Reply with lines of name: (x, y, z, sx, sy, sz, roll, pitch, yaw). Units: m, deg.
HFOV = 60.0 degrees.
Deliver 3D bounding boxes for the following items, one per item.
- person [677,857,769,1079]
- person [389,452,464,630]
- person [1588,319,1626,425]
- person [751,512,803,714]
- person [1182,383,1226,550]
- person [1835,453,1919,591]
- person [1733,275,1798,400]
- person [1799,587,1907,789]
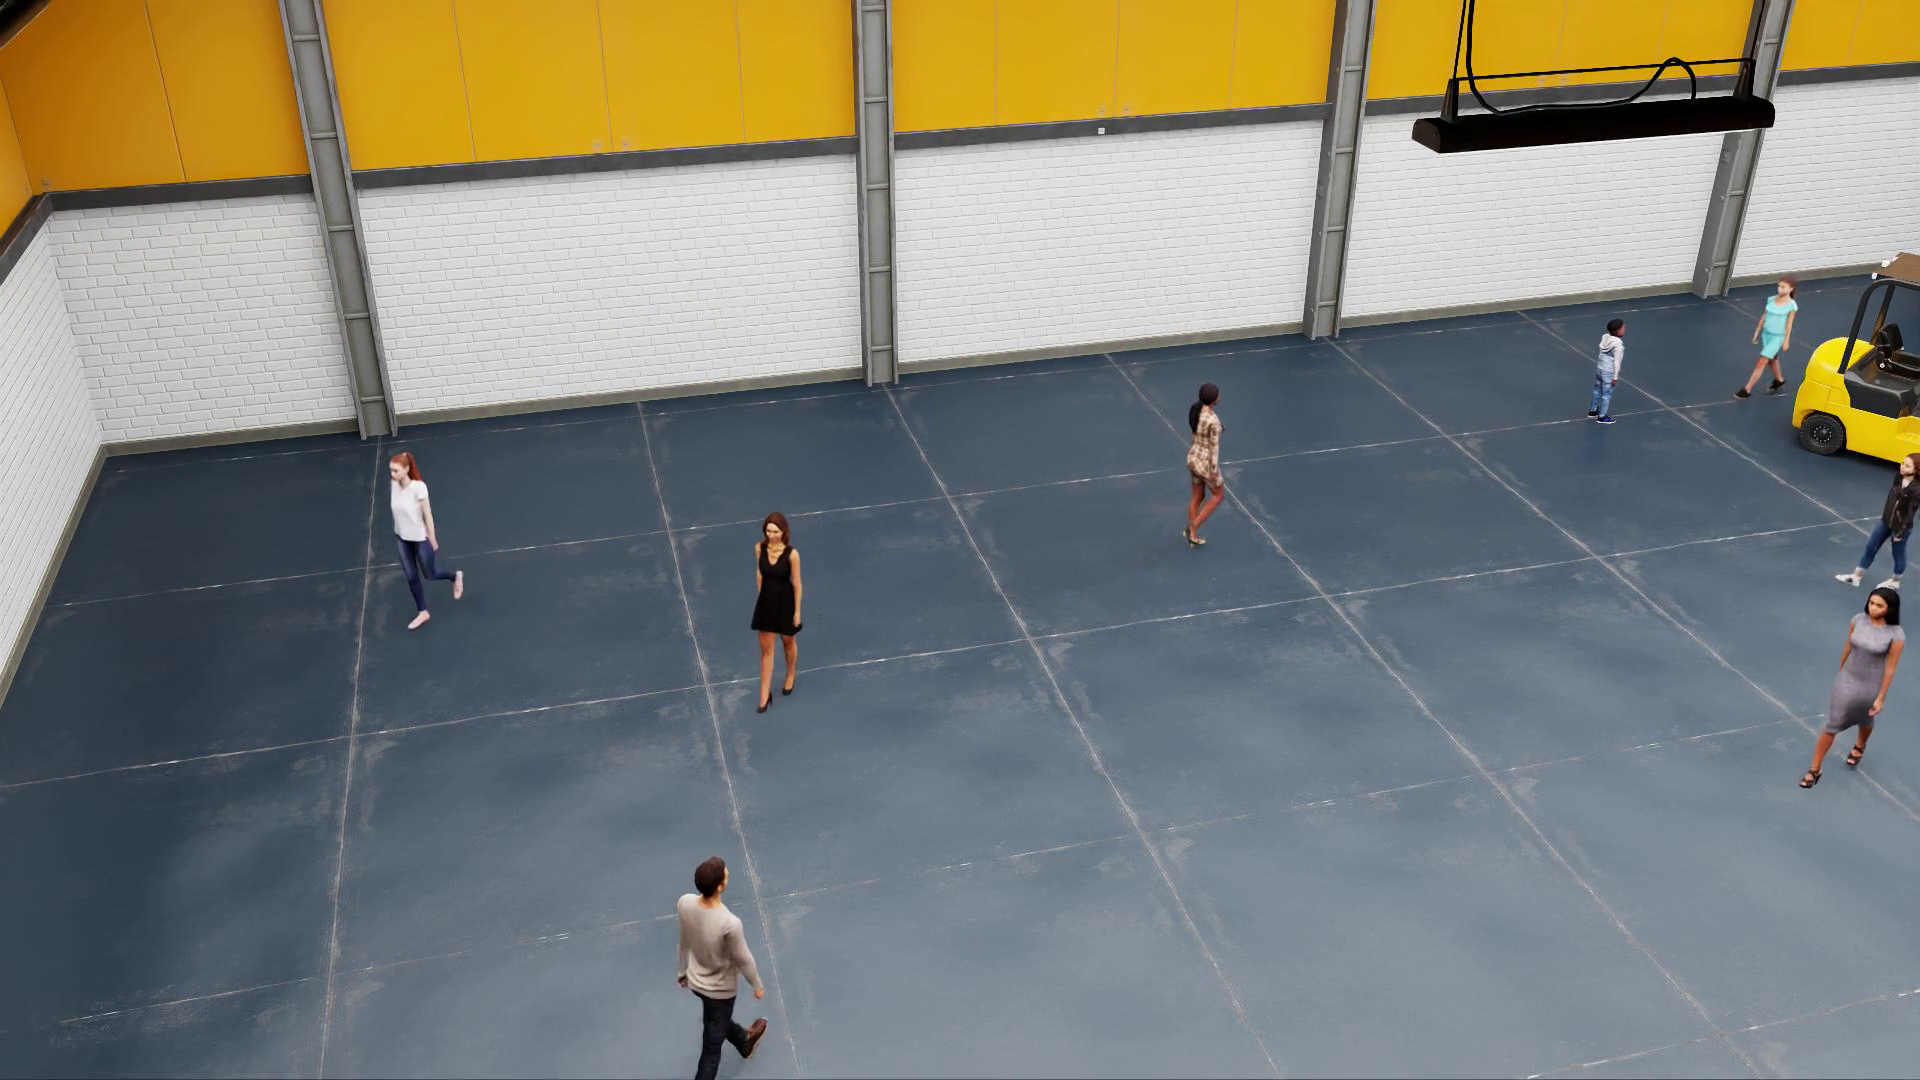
person: (-1.565, 2.772, 10.145, 1.059, 1.831, 1.161, 19, 34, 31)
person: (-4.985, -0.041, 15.418, 0.942, 1.720, 0.961, 13, 31, 22)
person: (7.587, -1.998, 19.485, 0.481, 1.260, 0.470, -6, 29, -11)
person: (-1.508, 0.555, 14.219, 0.890, 1.822, 0.902, 9, 30, 16)
person: (2.357, -0.699, 16.562, 0.709, 1.779, 0.661, -14, 32, -24)
person: (9.033, -0.161, 15.909, 0.841, 1.461, 0.624, -5, 29, -9)
person: (9.843, -2.437, 20.017, 1.097, 1.521, 0.665, -12, 31, -20)
person: (7.207, 1.160, 13.206, 1.182, 1.730, 0.923, -22, 35, -34)
